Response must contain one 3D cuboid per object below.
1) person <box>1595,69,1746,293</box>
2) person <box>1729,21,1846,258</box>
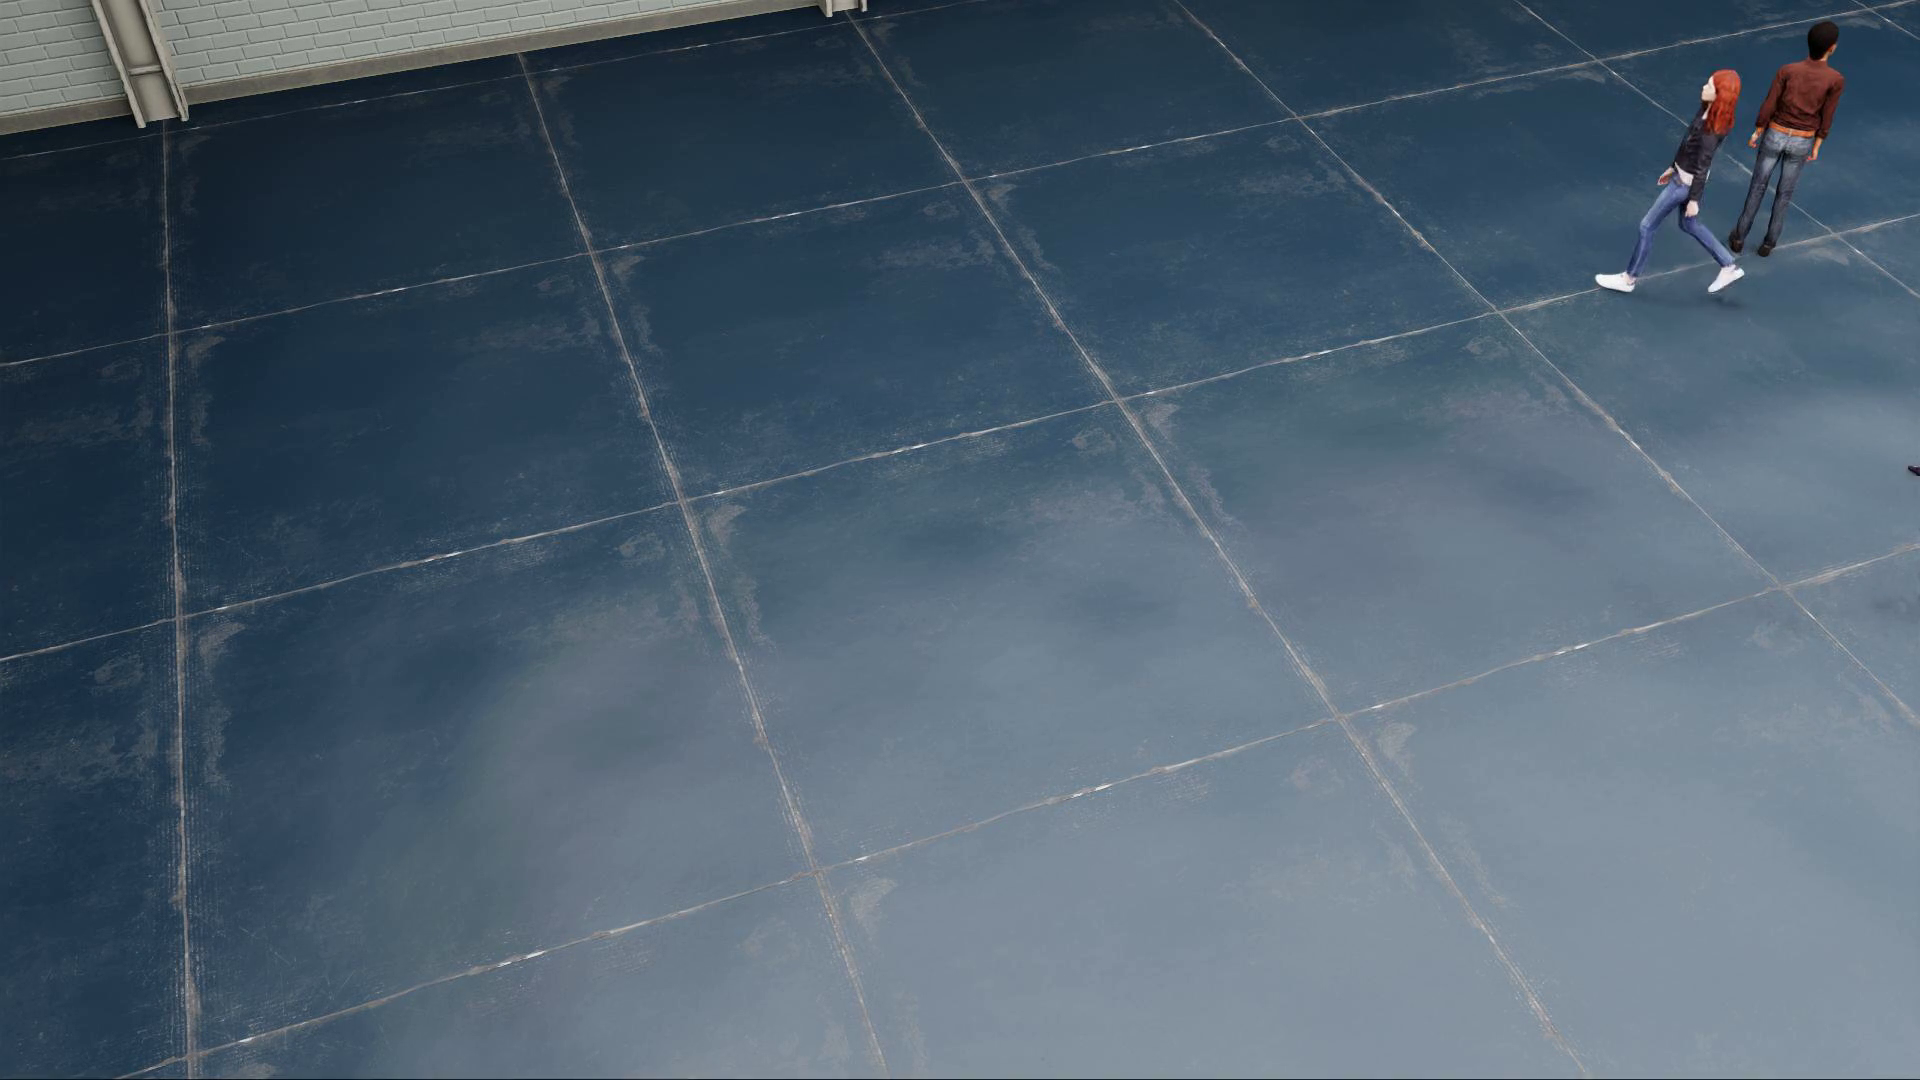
[{"bbox_3d":[5.131,-2.427,11.525,1.190,1.759,1.082,15,45,15],"label":"person"},{"bbox_3d":[5.966,-2.869,11.985,0.693,1.778,0.756,18,46,18],"label":"person"}]
